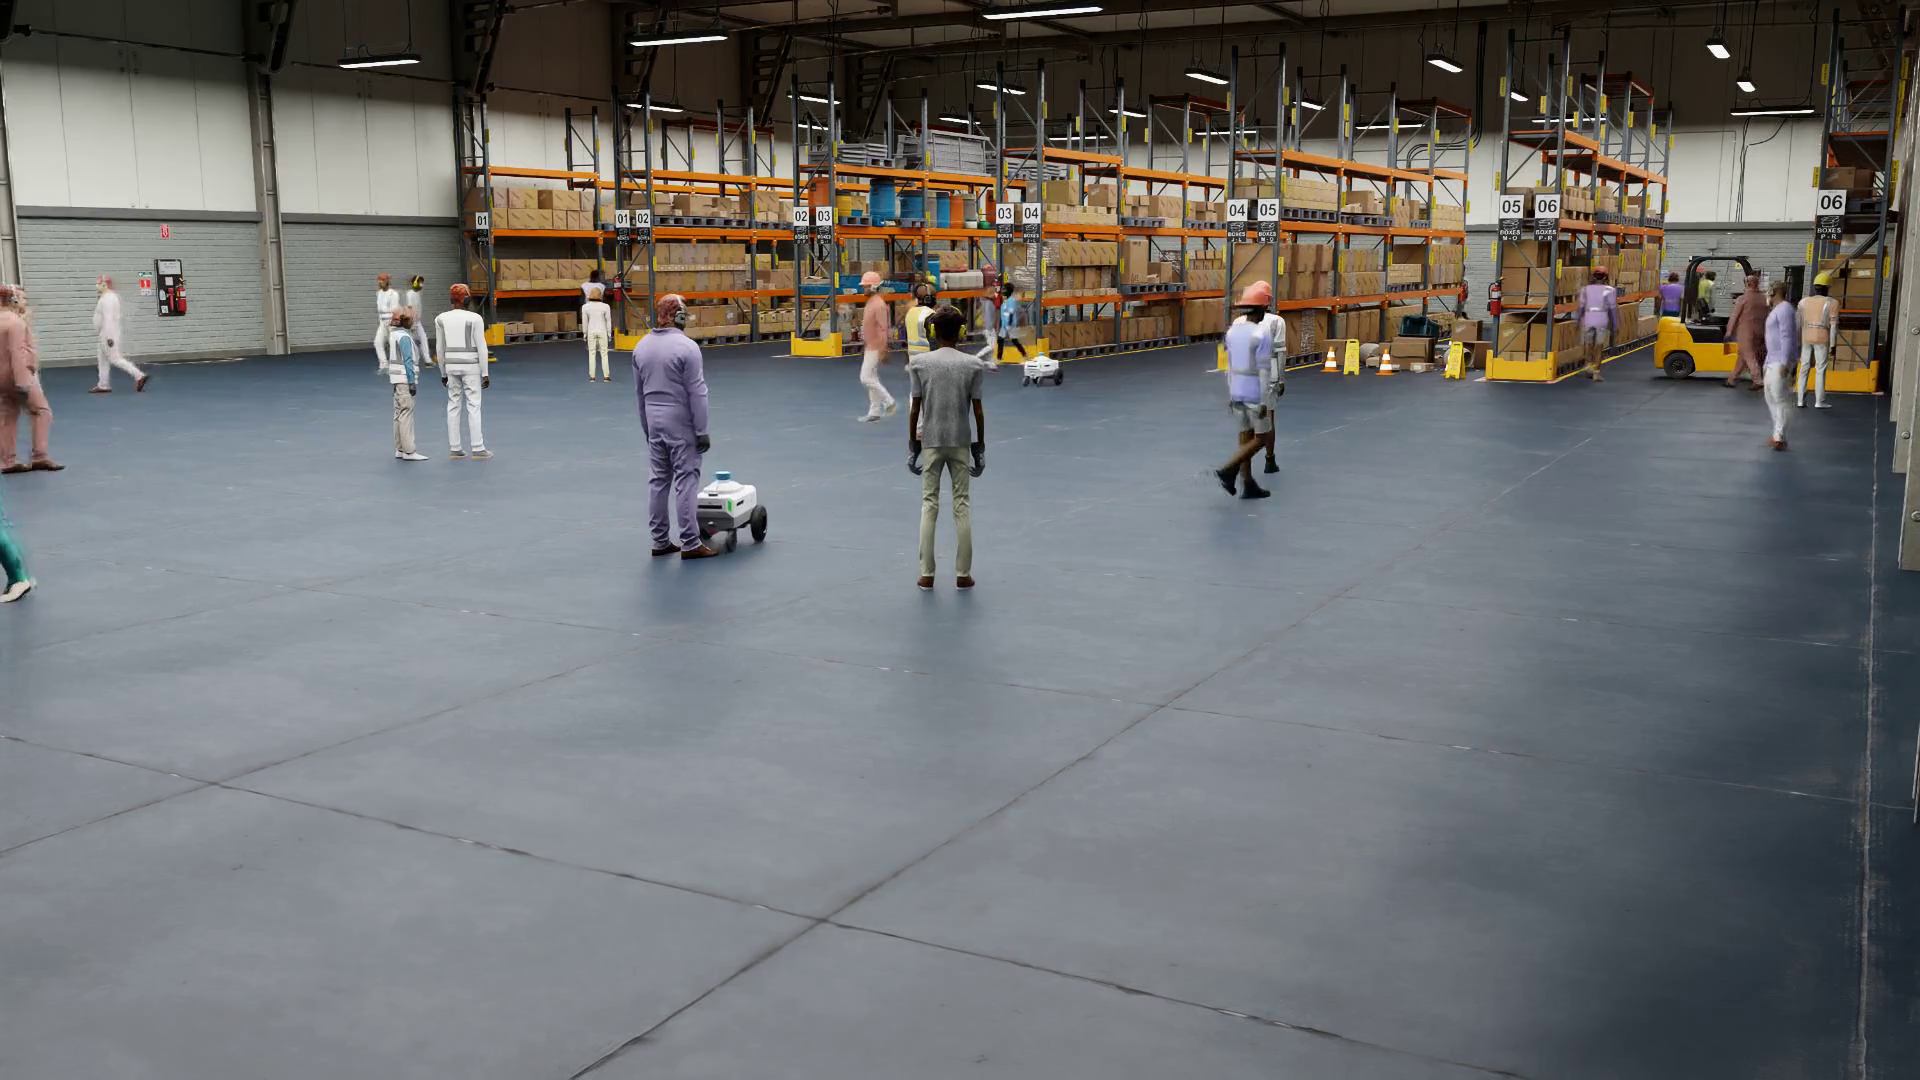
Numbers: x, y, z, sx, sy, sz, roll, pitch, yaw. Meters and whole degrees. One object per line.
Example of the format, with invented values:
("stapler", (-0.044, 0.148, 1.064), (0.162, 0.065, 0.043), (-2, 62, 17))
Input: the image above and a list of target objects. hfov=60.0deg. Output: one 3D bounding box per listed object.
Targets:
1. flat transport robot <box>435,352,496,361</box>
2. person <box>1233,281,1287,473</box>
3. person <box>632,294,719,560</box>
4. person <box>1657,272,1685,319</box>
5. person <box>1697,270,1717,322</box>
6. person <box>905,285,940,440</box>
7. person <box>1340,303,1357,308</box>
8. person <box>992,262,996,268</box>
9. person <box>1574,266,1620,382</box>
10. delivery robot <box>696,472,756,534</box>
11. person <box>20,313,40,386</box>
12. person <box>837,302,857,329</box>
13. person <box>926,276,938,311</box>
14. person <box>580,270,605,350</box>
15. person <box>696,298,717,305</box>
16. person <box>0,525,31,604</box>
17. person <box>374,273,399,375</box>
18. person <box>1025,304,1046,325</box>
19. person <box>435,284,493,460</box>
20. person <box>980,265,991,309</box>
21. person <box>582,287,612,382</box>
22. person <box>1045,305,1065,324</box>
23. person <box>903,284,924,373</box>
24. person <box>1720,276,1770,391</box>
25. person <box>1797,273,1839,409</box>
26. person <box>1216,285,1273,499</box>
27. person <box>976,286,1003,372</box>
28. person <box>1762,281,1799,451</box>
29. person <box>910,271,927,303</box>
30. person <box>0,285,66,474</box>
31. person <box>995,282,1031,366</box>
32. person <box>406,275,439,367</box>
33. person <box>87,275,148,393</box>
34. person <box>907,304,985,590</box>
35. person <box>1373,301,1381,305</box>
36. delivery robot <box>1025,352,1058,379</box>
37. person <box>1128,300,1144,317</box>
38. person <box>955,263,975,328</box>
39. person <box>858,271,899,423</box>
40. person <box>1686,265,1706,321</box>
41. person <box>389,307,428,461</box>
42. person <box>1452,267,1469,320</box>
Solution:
("flat transport robot", (-10.164, -3.783, 34.160), (0.652, 0.197, 1.431), (-9, 13, -42))
("person", (3.004, -1.633, 16.731), (0.543, 1.928, 0.371), (3, 10, 16))
("person", (-2.042, -0.813, 11.994), (0.643, 1.908, 0.411), (7, 12, 34))
("person", (16.399, -5.274, 38.380), (0.573, 1.821, 0.835), (5, 11, 29))
("person", (19.007, -5.985, 42.522), (0.710, 1.823, 0.653), (-1, 10, -5))
("person", (-0.393, -2.077, 19.585), (0.429, 1.844, 0.625), (-6, 11, -31))
("person", (9.789, -5.895, 41.973), (0.526, 1.834, 0.921), (6, 11, 32))
("person", (1.120, -7.603, 51.459), (0.617, 2.007, 0.773), (0, 10, 0))
("person", (11.084, -3.755, 28.943), (0.760, 1.993, 0.643), (8, 12, 39))
("delivery robot", (-1.776, -0.270, 12.492), (0.477, 0.478, 0.707), (2, 10, 9))
("person", (-14.780, -3.046, 25.940), (0.544, 1.592, 0.835), (4, 11, 25))
("person", (-2.731, -5.472, 40.056), (0.542, 1.626, 0.375), (4, 10, 20))
("person", (-0.731, -5.068, 37.389), (0.488, 1.723, 0.544), (-3, 10, -17))
("person", (-8.442, -5.285, 38.336), (0.618, 1.859, 0.739), (-6, 12, -32))
("person", (-6.511, -6.025, 42.784), (0.606, 1.809, 0.795), (4, 10, 20))
("person", (-6.169, -0.405, 10.164), (0.538, 1.719, 0.930), (3, 10, 17))
("person", (-10.453, -3.914, 30.267), (0.597, 1.859, 0.676), (7, 12, 34))
("person", (1.945, -6.080, 42.736), (0.627, 1.941, 0.371), (4, 11, 24))
("person", (-5.308, -1.794, 17.805), (0.575, 1.883, 0.355), (2, 10, 13))
("person", (0.773, -6.711, 46.430), (0.553, 1.935, 0.361), (7, 12, 37))
("person", (-6.301, -3.564, 28.894), (0.498, 1.634, 0.281), (-1, 10, -6))
("person", (2.386, -5.826, 41.556), (0.586, 1.833, 0.403), (7, 12, 36))
("person", (-0.751, -3.925, 30.936), (0.861, 1.658, 0.534), (-7, 12, -37))
("person", (12.819, -3.363, 27.082), (0.658, 1.862, 1.001), (-4, 10, -22))
("person", (12.273, -2.846, 23.833), (0.386, 1.928, 0.589), (-7, 12, -37))
("person", (2.531, -1.294, 14.773), (0.623, 1.921, 0.547), (-6, 12, -33))
("person", (0.524, -3.944, 31.141), (0.495, 1.618, 0.520), (2, 10, 13))
("person", (9.246, -1.957, 18.757), (0.370, 1.894, 0.743), (3, 10, 17))
("person", (-0.915, -5.182, 37.748), (0.506, 1.846, 0.350), (6, 11, 30))
("person", (-9.372, -1.613, 16.715), (0.680, 1.883, 0.688), (8, 13, 40))
("person", (1.011, -4.272, 32.953), (0.824, 1.662, 0.533), (-3, 10, -17))
("person", (-10.718, -4.276, 32.559), (0.938, 1.820, 0.593), (2, 10, 9))
("person", (-13.494, -3.279, 26.513), (0.822, 1.883, 0.650), (-5, 11, -26))
("person", (-0.092, -0.595, 10.861), (0.517, 1.865, 0.312), (0, 10, 0))
("person", (11.637, -6.562, 45.664), (0.846, 1.913, 0.634), (-8, 12, -38))
("delivery robot", (1.371, -2.911, 27.953), (0.477, 0.478, 0.707), (5, 11, 29))
("person", (4.756, -6.327, 44.752), (0.492, 1.742, 0.319), (4, 10, 22))
("person", (0.130, -7.329, 50.008), (0.631, 1.967, 0.906), (5, 11, 25))
("person", (-1.129, -2.497, 21.628), (0.467, 1.976, 0.624), (-2, 10, -13))
("person", (19.220, -6.203, 43.513), (1.086, 1.932, 0.621), (5, 11, 26))
("person", (-5.931, -1.667, 17.772), (0.309, 1.640, 0.511), (-6, 12, -33))
("person", (13.665, -6.614, 45.876), (0.962, 1.924, 0.634), (5, 11, 25))
